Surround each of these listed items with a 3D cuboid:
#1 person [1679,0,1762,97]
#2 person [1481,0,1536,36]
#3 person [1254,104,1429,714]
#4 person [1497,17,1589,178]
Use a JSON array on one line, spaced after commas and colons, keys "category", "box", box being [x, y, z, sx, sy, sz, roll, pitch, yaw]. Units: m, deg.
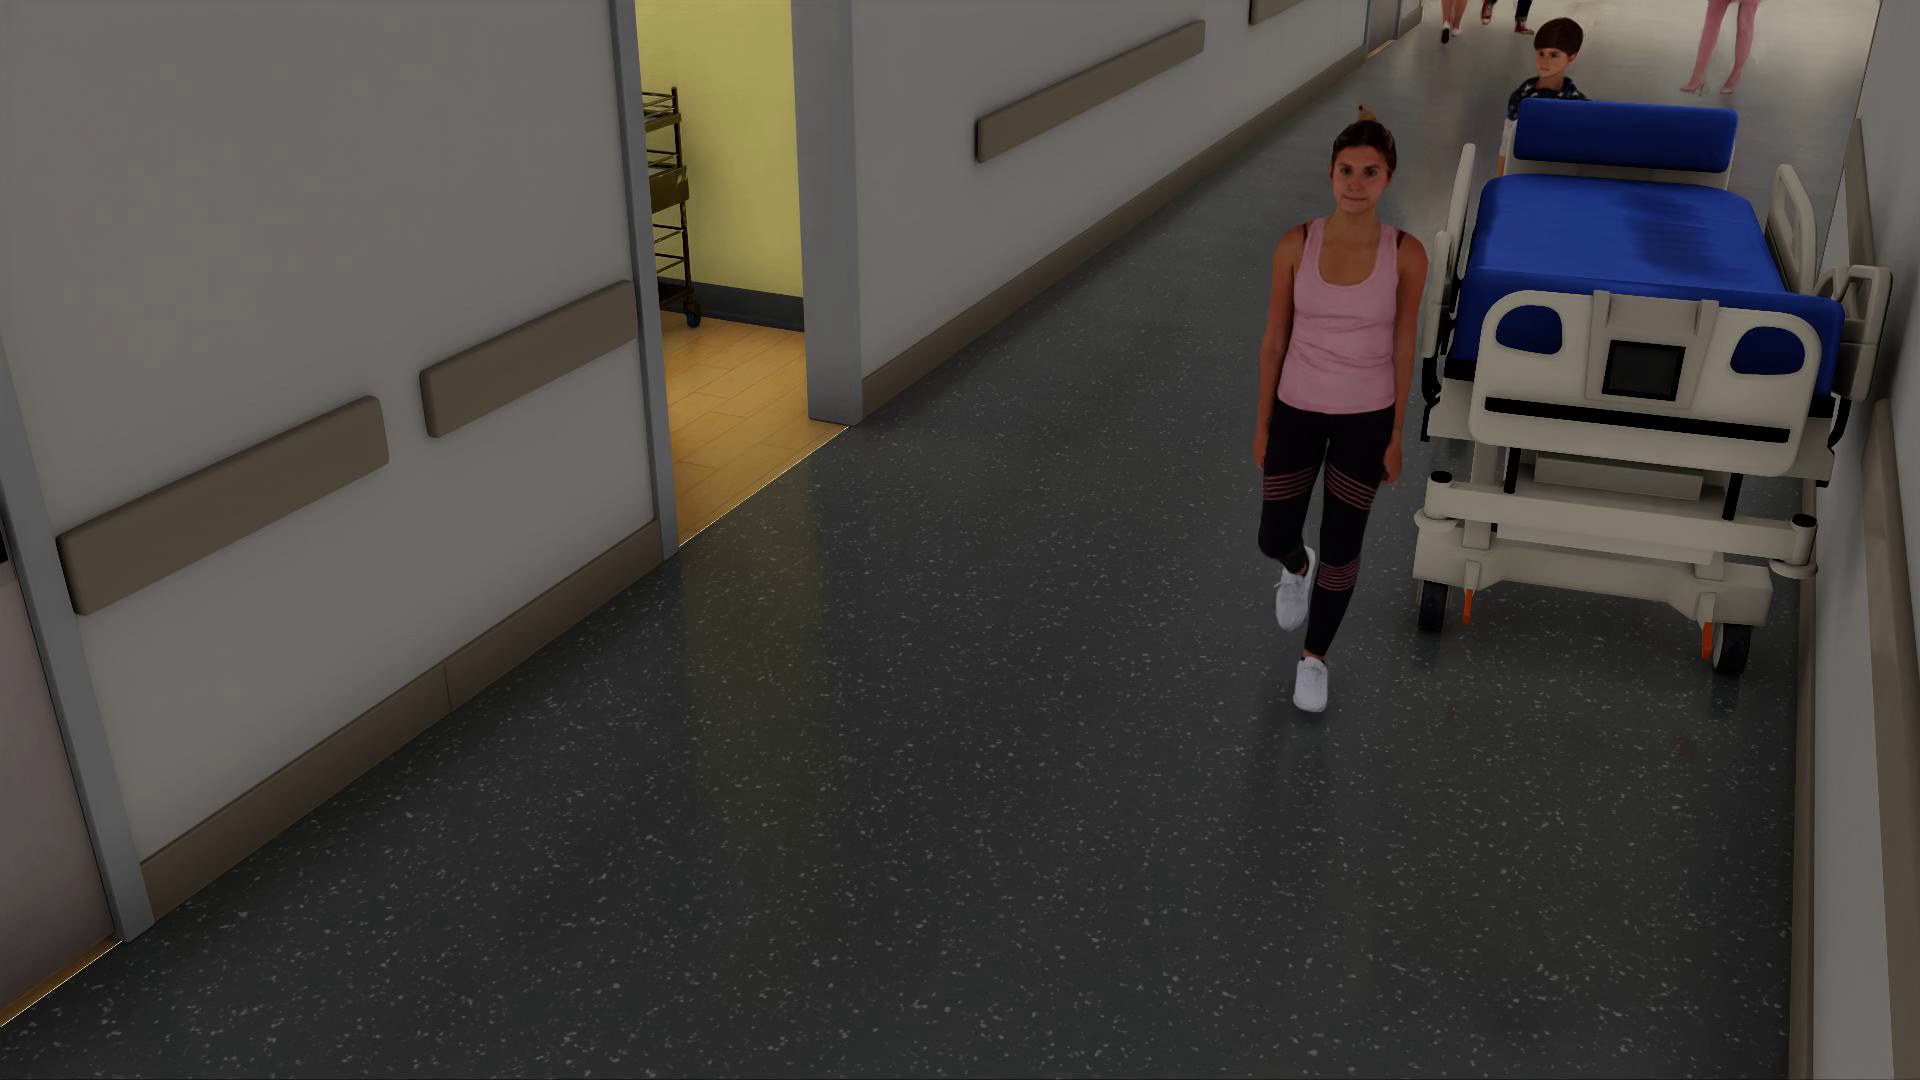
[{"category": "person", "box": [5.910, -4.219, 12.443, 0.958, 1.773, 1.012, -19, 32, -35]}, {"category": "person", "box": [5.124, -5.557, 15.256, 1.046, 1.741, 1.045, -4, 26, -7]}, {"category": "person", "box": [1.028, -0.357, 4.597, 0.806, 1.631, 0.712, 6, 26, 13]}, {"category": "person", "box": [2.550, -1.556, 7.313, 0.660, 1.432, 0.657, 17, 31, 31]}]
